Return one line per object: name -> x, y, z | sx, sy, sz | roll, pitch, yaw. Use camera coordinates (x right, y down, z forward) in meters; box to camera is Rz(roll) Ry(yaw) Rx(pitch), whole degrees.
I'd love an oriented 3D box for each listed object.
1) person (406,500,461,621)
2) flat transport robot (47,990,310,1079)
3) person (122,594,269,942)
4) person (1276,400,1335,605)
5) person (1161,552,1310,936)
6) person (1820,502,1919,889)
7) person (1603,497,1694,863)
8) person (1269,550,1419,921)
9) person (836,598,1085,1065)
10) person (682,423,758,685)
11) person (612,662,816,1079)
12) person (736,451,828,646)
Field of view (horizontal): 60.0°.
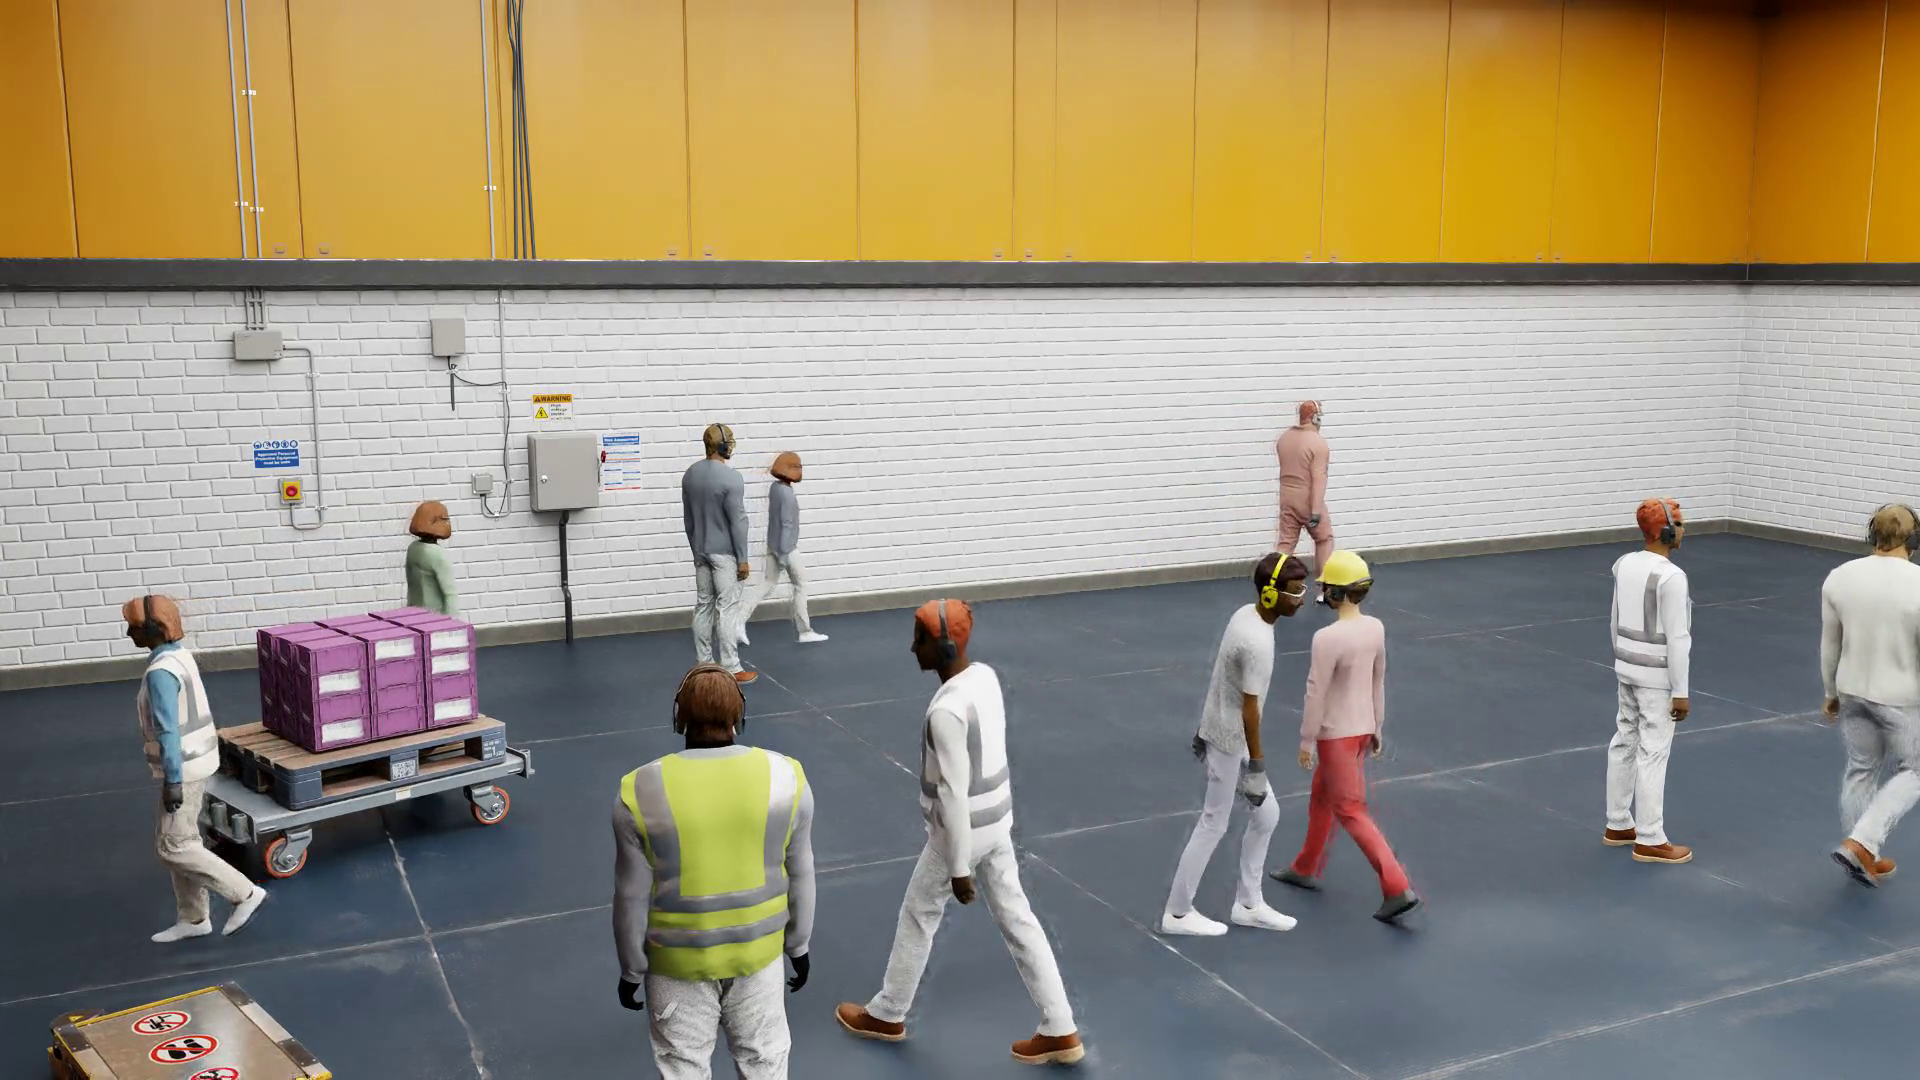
person -> -3.389, 0.542, 10.562 | 0.792, 1.604, 0.507 | -8, 12, -42
flat transport robot -> -2.747, 1.944, 5.979 | 0.652, 0.197, 1.431 | -8, 12, -41
person -> -3.446, 1.034, 7.450 | 0.431, 1.621, 0.540 | -4, 10, -21
person -> 3.194, -0.333, 15.119 | 0.797, 1.877, 0.654 | -6, 11, -33
person -> 1.267, 0.933, 7.494 | 0.740, 1.805, 0.551 | 2, 9, 11
person -> 4.480, 0.773, 8.113 | 0.520, 1.928, 0.651 | -5, 10, -28
person -> 3.578, 0.717, 8.604 | 0.355, 1.885, 0.575 | -2, 9, -11
person -> 1.852, 0.908, 7.887 | 0.852, 1.731, 0.530 | 9, 13, 44
person -> 0.018, 1.113, 6.346 | 1.028, 1.831, 0.582 | 4, 10, 25
person -> -1.773, 0.106, 12.230 | 0.630, 1.940, 0.372 | 8, 12, 40
person -> -0.766, 1.288, 5.195 | 0.636, 1.842, 0.429 | -3, 10, -20
person -> -1.492, 0.072, 13.483 | 0.798, 1.602, 0.505 | -5, 10, -27
